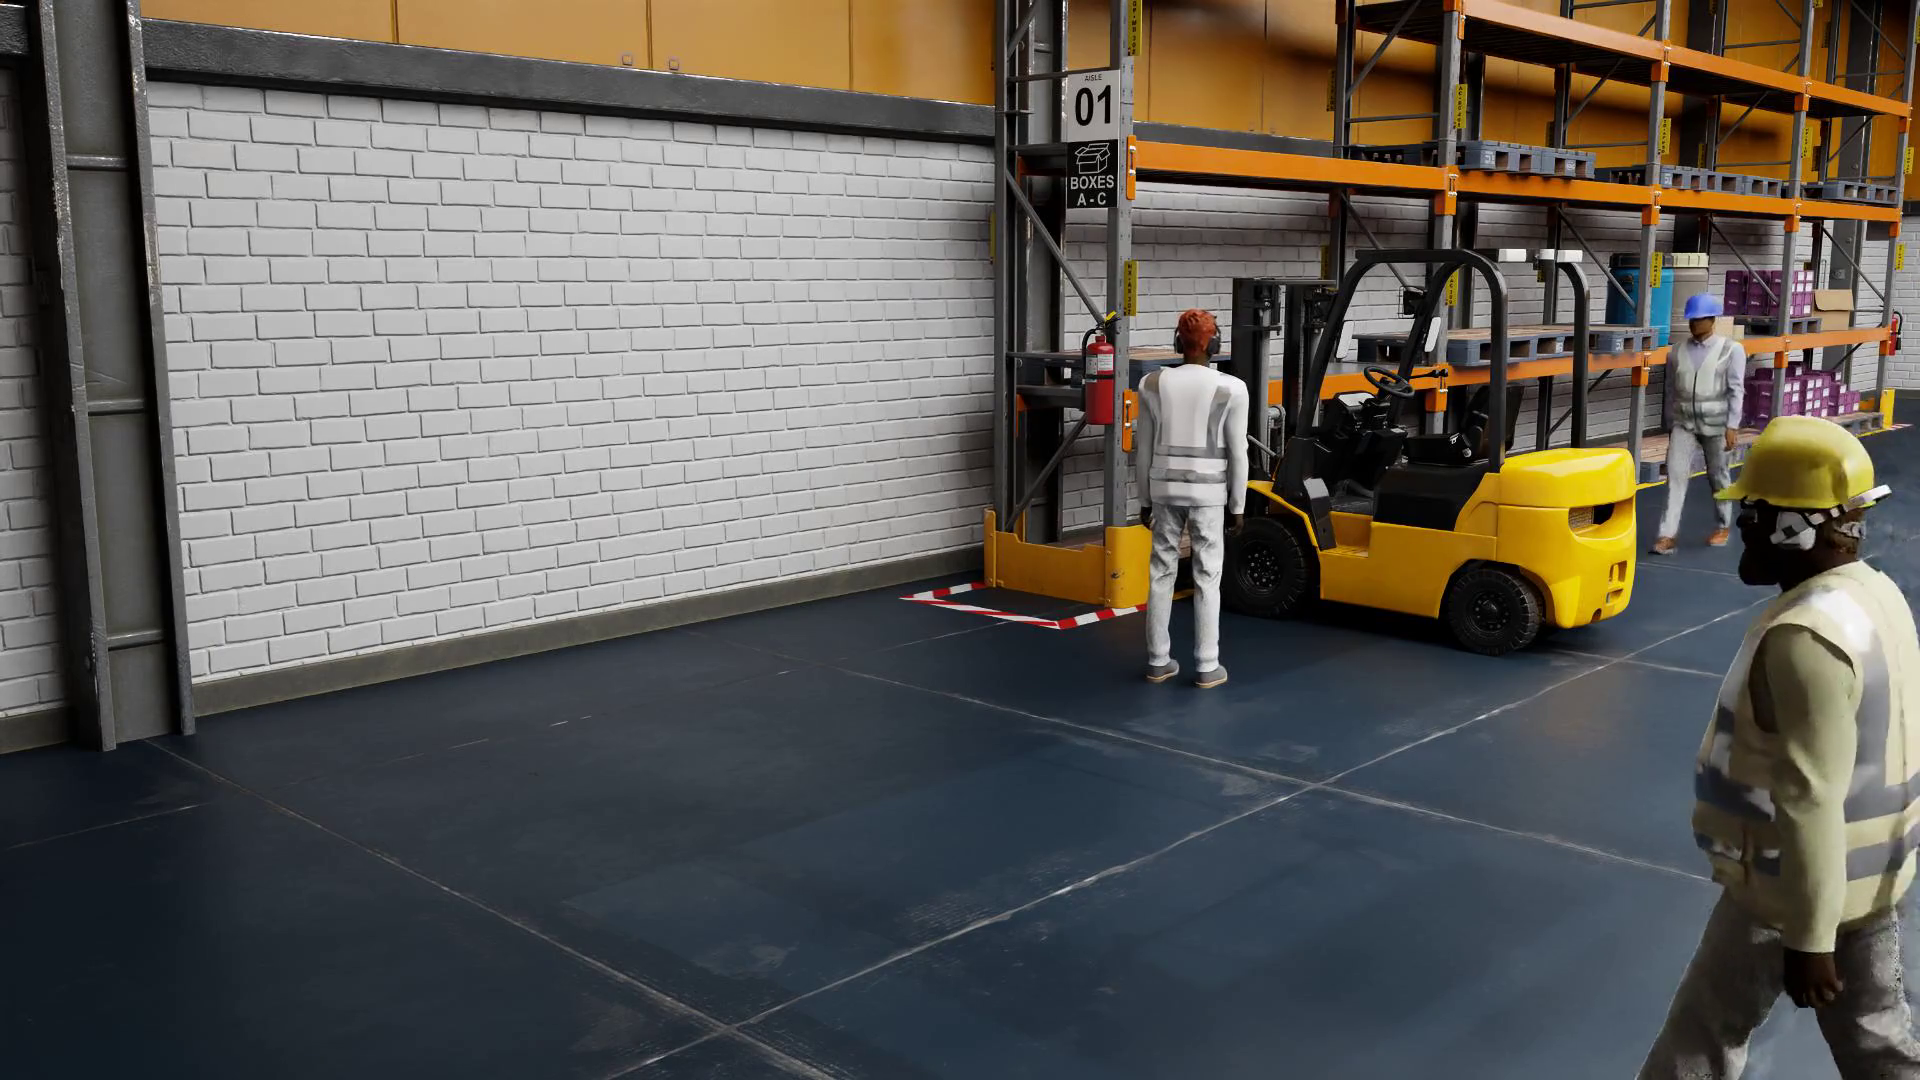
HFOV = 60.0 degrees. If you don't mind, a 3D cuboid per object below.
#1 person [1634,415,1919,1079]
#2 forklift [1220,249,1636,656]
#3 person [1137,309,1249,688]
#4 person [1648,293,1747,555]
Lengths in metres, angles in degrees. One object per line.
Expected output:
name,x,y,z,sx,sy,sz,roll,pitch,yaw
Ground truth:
person,1.668,0.641,3.362,0.930,1.781,0.612,8,12,41
forklift,2.710,-0.584,9.626,2.313,2.155,1.214,9,13,43
person,1.146,-0.199,8.258,0.567,1.879,0.352,4,10,23
person,5.438,-0.849,12.172,0.614,1.906,0.991,9,13,44
